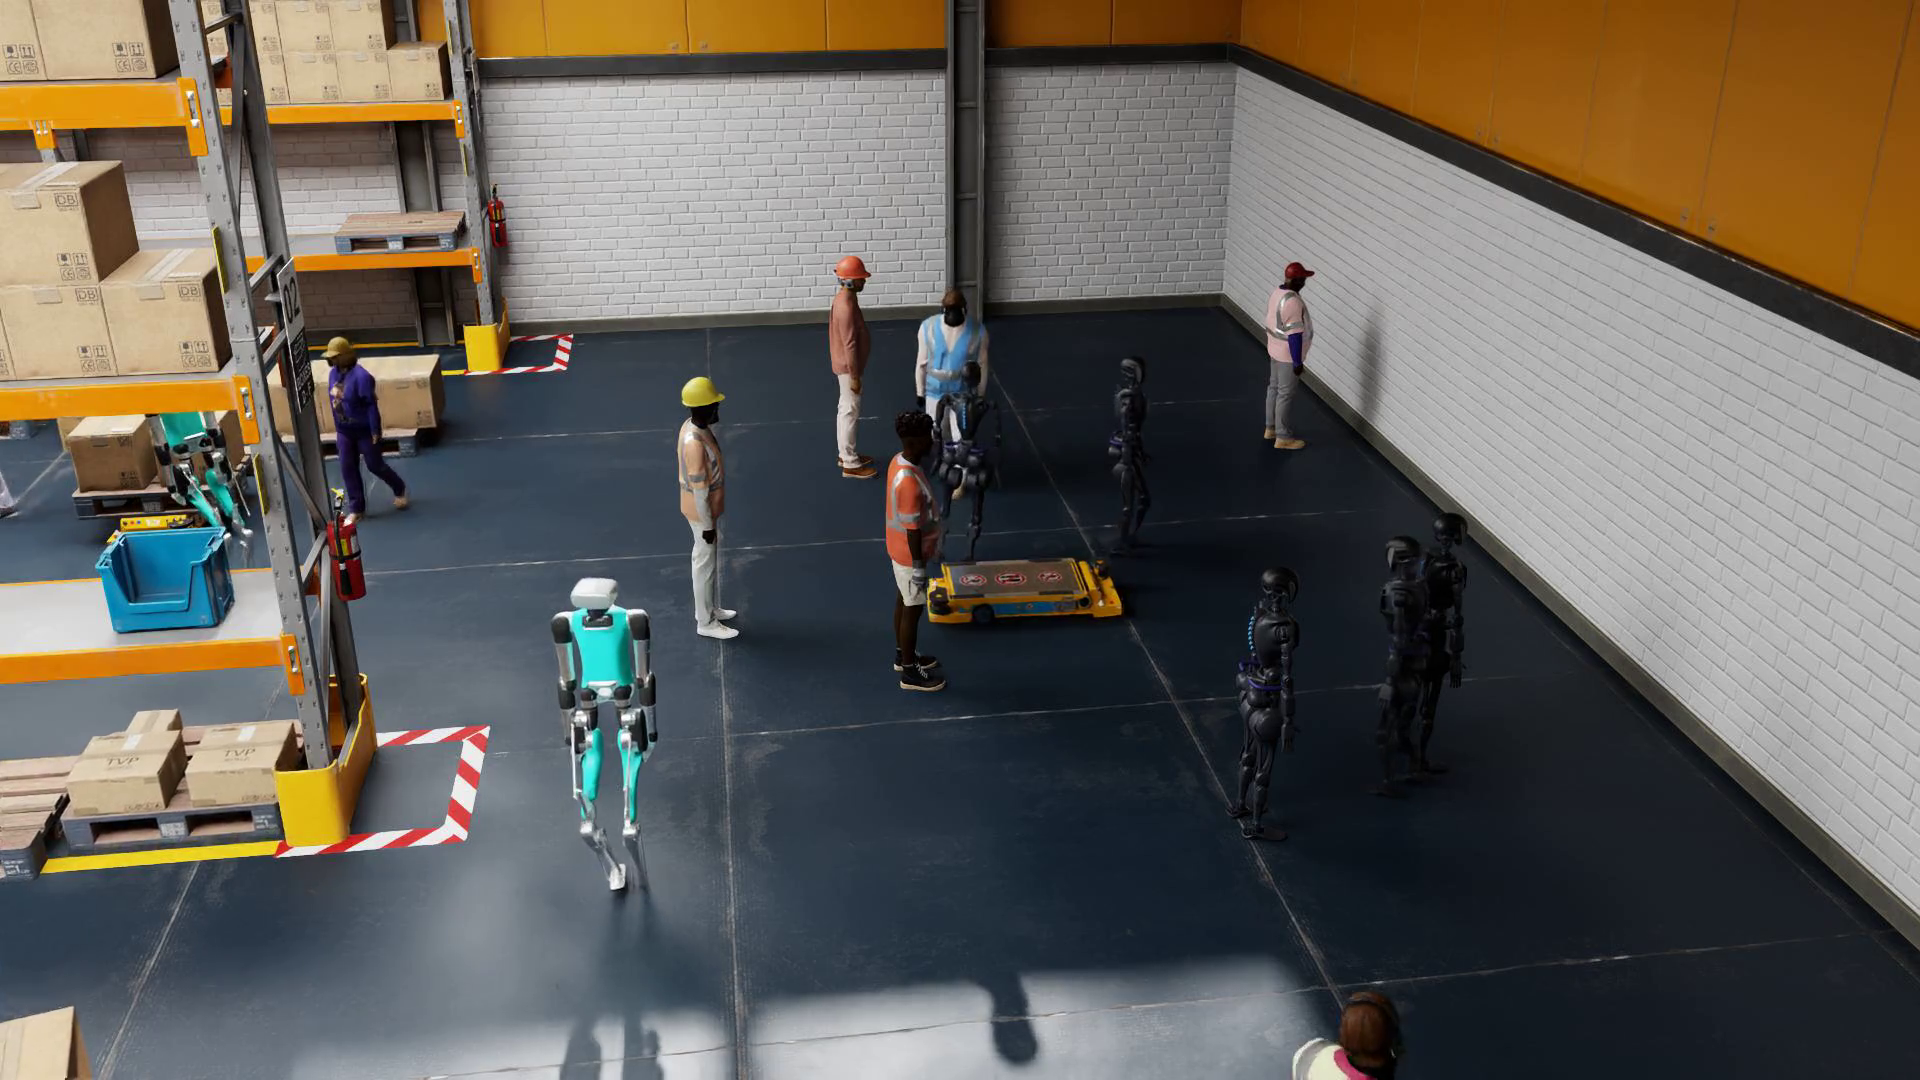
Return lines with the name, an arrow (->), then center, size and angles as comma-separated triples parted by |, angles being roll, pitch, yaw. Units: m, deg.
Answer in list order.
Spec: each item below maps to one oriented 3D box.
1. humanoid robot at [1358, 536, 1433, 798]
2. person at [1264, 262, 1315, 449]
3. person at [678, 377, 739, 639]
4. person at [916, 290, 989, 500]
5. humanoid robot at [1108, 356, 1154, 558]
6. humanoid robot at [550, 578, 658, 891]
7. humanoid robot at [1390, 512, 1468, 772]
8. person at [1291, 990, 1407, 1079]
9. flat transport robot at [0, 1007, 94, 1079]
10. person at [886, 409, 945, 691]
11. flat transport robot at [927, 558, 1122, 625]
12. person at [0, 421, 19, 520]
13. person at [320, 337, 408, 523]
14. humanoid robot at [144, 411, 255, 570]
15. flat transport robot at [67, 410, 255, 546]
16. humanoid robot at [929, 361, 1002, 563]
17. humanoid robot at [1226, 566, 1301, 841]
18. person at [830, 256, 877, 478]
humanoid robot -> 2.681, 0.773, 9.922 | 0.435, 1.655, 0.610 | 9, 25, 19
person -> 3.062, -1.724, 15.479 | 0.419, 1.754, 0.604 | -4, 24, -8
person -> -1.810, -0.234, 11.865 | 0.357, 1.930, 0.586 | -4, 24, -8
person -> -0.061, -1.314, 14.465 | 0.627, 1.820, 0.694 | 4, 24, 9
humanoid robot -> 1.346, -0.656, 13.125 | 0.320, 1.649, 0.608 | 7, 25, 15
humanoid robot -> -1.921, 1.177, 8.993 | 0.549, 1.852, 0.792 | -1, 24, -1
humanoid robot -> 2.915, 0.604, 10.248 | 0.315, 1.659, 0.599 | -3, 24, -8
person -> 1.472, 2.436, 5.947 | 0.429, 1.811, 0.739 | -14, 27, -28
flat transport robot -> -4.038, 2.861, 6.878 | 1.431, 0.231, 0.659 | 12, 26, 25
person -> -0.309, 0.059, 11.154 | 0.368, 1.965, 0.605 | -4, 24, -8
flat transport robot -> 0.459, 0.383, 12.523 | 1.431, 0.231, 0.659 | -2, 24, -5
person -> -8.212, -0.976, 13.564 | 0.521, 1.917, 0.740 | 10, 26, 21
person -> -4.986, -0.950, 13.902 | 0.476, 1.597, 0.619 | 9, 25, 19
humanoid robot -> -5.657, -0.384, 12.579 | 0.787, 1.872, 0.534 | 17, 29, 34
flat transport robot -> -6.648, -0.290, 14.056 | 0.659, 0.231, 1.431 | -3, 24, -8
humanoid robot -> 0.035, -0.582, 12.964 | 0.600, 1.644, 0.392 | 6, 24, 13
humanoid robot -> 1.762, 0.913, 9.548 | 0.315, 1.657, 0.599 | -3, 24, -8
person -> -0.957, -1.538, 14.757 | 0.380, 1.994, 0.610 | -4, 24, -8
